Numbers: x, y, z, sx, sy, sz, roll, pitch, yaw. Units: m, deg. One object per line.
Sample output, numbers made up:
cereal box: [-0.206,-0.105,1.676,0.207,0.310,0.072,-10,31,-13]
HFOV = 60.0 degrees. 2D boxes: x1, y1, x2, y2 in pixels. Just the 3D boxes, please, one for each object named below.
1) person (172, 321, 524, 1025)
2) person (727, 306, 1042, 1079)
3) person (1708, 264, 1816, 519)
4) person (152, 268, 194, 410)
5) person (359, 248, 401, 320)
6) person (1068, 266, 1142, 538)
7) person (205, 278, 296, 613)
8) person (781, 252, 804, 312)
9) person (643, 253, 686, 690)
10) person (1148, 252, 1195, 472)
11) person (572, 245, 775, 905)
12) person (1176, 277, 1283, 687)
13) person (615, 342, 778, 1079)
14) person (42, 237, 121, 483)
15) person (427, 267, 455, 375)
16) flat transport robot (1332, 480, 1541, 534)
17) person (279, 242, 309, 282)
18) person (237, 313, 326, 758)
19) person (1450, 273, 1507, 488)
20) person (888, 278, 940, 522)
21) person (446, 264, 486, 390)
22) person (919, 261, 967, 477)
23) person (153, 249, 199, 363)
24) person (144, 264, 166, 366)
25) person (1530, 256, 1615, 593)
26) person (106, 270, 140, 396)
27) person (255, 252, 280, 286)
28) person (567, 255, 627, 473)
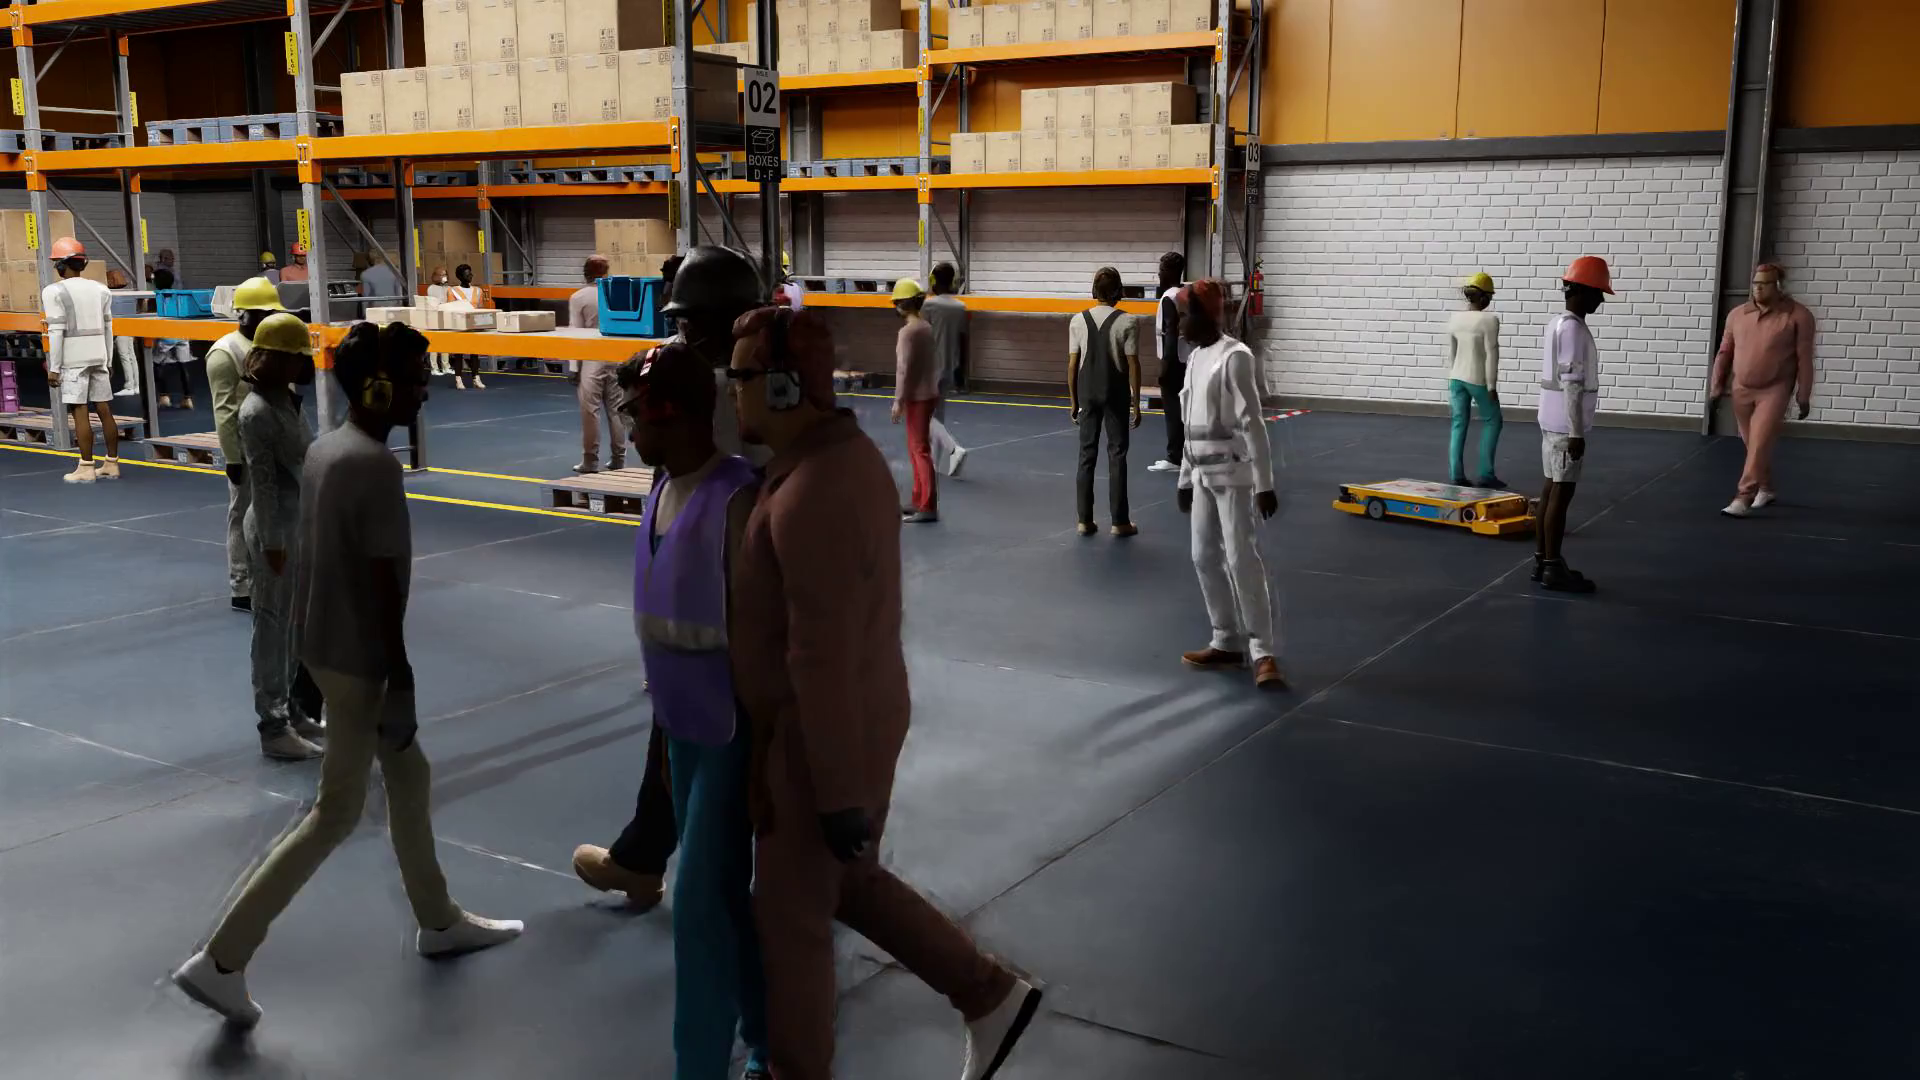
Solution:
person: [-1.672,0.336,4.416,0.919,1.822,0.582,-8,13,-37]
person: [-0.203,0.431,3.662,0.683,1.889,0.663,1,10,7]
person: [5.913,-1.109,12.310,1.009,1.856,0.671,-8,13,-37]
person: [-9.435,-2.386,19.824,0.559,1.679,0.534,4,11,22]
person: [-8.617,-3.407,24.902,0.605,1.896,0.675,9,14,41]
person: [0.991,-0.936,11.361,0.516,1.843,0.326,5,11,24]
person: [-3.820,-0.515,9.105,0.404,1.823,0.590,3,11,15]
person: [-1.801,-1.940,16.695,0.383,1.924,0.594,6,12,29]
person: [-1.166,-0.263,7.293,0.361,1.965,0.612,-9,13,-40]
person: [1.878,-1.556,14.593,0.378,1.917,0.598,4,11,19]
person: [-0.755,0.113,5.005,0.925,2.000,0.705,4,11,22]
person: [1.256,-0.272,7.660,0.414,1.853,0.734,-3,11,-18]
person: [-0.642,0.473,3.706,0.670,1.793,0.650,-7,12,-33]
person: [-7.350,-1.490,13.879,0.394,2.044,0.609,4,11,23]
person: [-7.797,-3.286,25.001,0.284,1.625,0.492,5,11,24]
flat transport robot: [3.456,-0.258,11.967,0.652,0.197,1.431,-8,13,-37]
person: [-9.633,-3.359,24.370,0.622,1.992,0.396,-10,14,-44]
person: [-2.653,-0.021,6.584,0.313,1.739,0.485,-1,10,-5]
person: [4.223,-1.279,13.485,0.545,1.749,0.554,-6,12,-29]
person: [-0.351,-0.998,11.995,0.494,1.748,0.534,3,11,16]
person: [-6.690,-2.886,22.563,0.541,1.700,0.316,-9,14,-42]
person: [-0.184,-1.442,14.150,0.552,1.846,0.709,-9,14,-41]
person: [-12.924,-3.837,27.374,0.757,1.867,0.681,-3,11,-17]
person: [-12.977,-3.588,26.638,0.285,1.633,0.500,-2,10,-10]
person: [3.551,-0.669,9.648,0.374,1.928,0.543,2,10,10]
person: [-10.958,-2.701,21.725,0.283,1.633,0.501,-1,10,-4]
person: [-11.234,-3.783,27.163,0.404,1.835,0.590,7,13,35]
person: [-3.143,-1.531,14.525,0.406,1.897,0.644,10,14,43]
